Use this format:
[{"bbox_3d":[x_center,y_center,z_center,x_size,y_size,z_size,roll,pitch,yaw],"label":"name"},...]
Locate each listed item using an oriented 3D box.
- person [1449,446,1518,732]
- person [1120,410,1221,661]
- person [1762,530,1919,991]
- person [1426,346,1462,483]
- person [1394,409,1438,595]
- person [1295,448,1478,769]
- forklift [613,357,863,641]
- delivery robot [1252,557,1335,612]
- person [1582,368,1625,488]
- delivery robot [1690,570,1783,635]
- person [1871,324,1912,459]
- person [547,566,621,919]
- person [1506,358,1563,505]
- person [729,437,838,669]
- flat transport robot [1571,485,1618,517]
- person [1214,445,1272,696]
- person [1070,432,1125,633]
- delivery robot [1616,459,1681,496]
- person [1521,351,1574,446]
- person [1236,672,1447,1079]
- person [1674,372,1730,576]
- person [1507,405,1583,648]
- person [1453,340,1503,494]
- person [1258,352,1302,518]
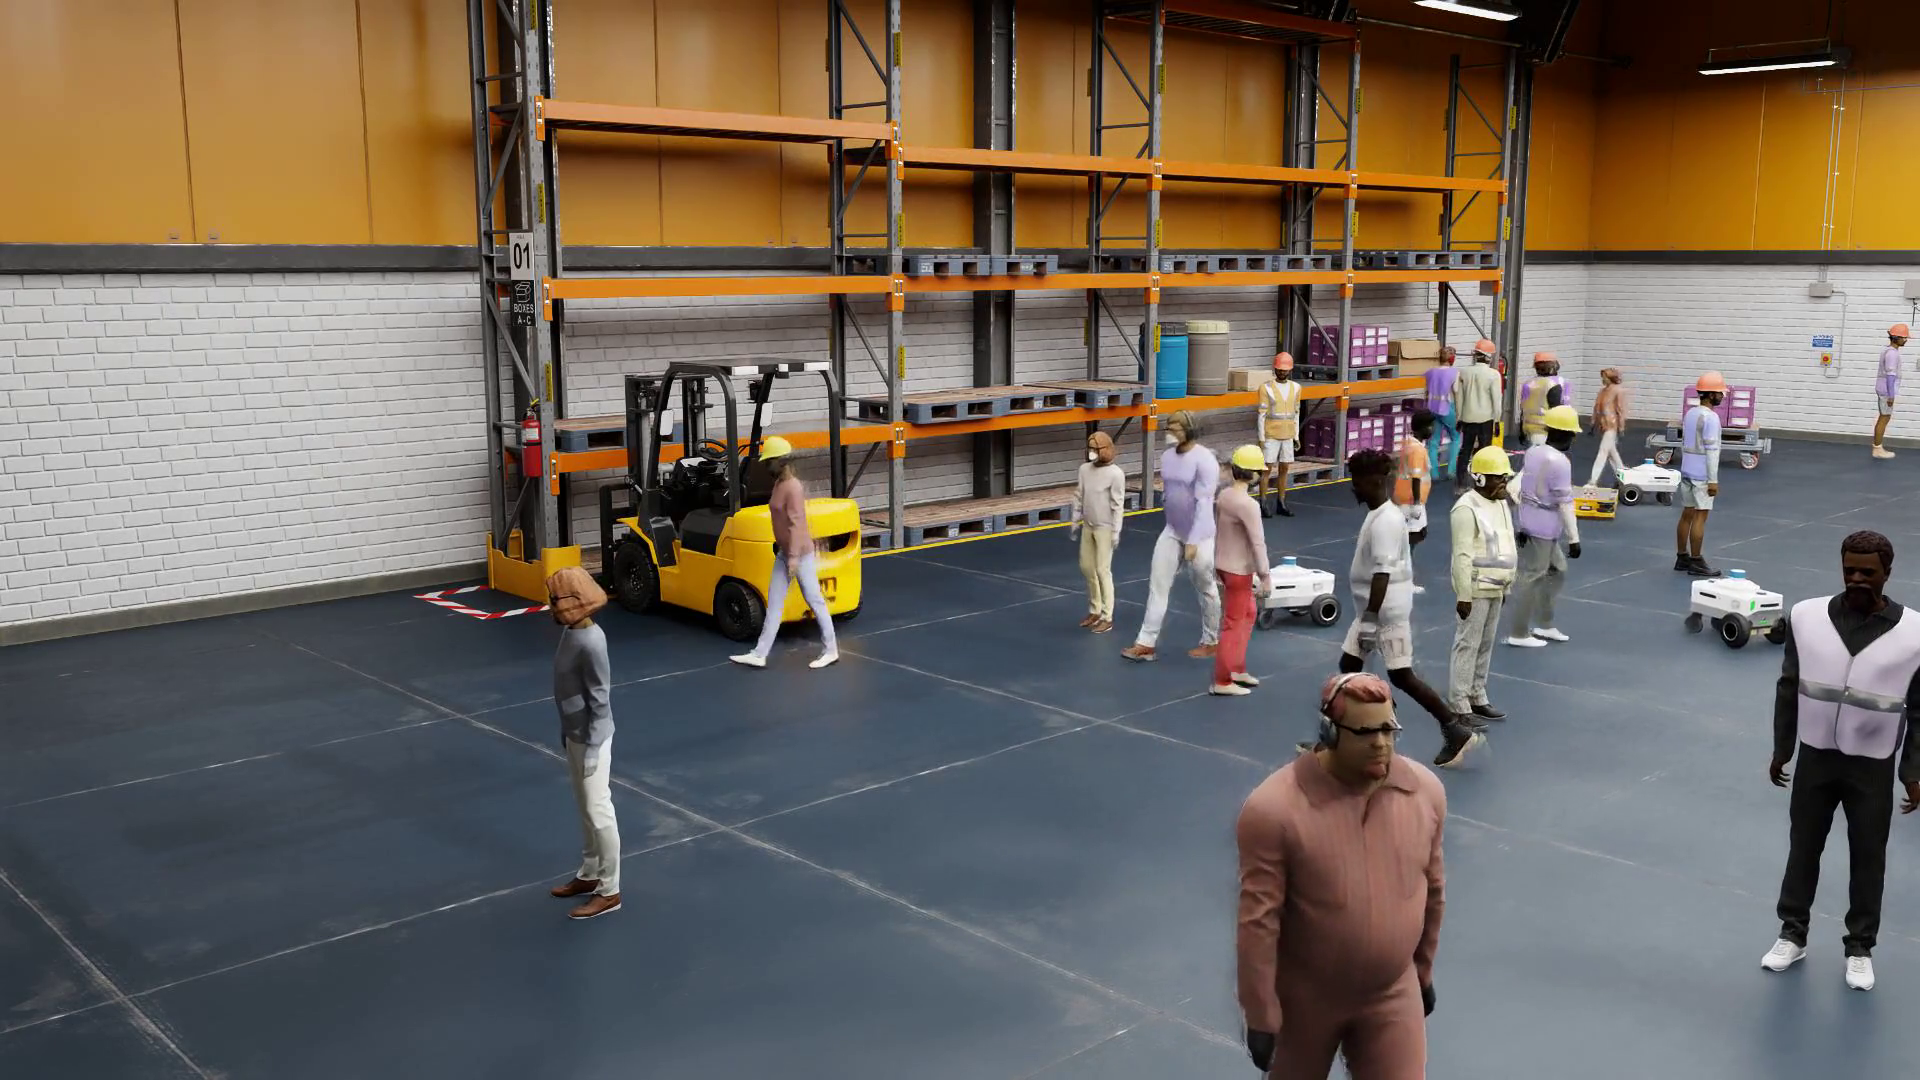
[{"bbox_3d":[3.374,0.302,10.720,0.404,1.830,0.603,8,13,40],"label":"person"},{"bbox_3d":[1.598,-0.007,12.348,0.953,1.897,0.642,-7,12,-36],"label":"person"},{"bbox_3d":[3.716,0.901,6.957,0.587,1.920,0.390,7,12,36],"label":"person"},{"bbox_3d":[6.539,-1.676,22.294,0.642,1.826,0.596,-8,12,-38],"label":"person"},{"bbox_3d":[4.033,-0.352,14.984,0.482,1.669,0.594,2,10,10],"label":"person"},{"bbox_3d":[2.584,0.405,9.903,0.998,1.922,0.621,1,10,8],"label":"person"},{"bbox_3d":[-1.847,-0.414,13.852,1.214,2.155,2.313,-9,13,-42],"label":"forklift"},{"bbox_3d":[2.713,0.381,13.718,0.707,0.478,0.477,-3,10,-17],"label":"delivery robot"},{"bbox_3d":[8.416,-1.439,21.607,0.831,1.597,0.523,-2,10,-9],"label":"person"},{"bbox_3d":[6.136,0.478,13.152,0.477,0.478,0.707,-3,10,-17],"label":"delivery robot"},{"bbox_3d":[13.985,-2.229,24.980,0.416,2.031,0.609,4,11,24],"label":"person"},{"bbox_3d":[-1.743,0.921,7.677,0.279,1.633,0.497,-5,11,-26],"label":"person"},{"bbox_3d":[7.030,-1.319,20.337,0.848,1.803,0.651,-2,10,-12],"label":"person"},{"bbox_3d":[-1.281,0.112,12.142,0.874,1.709,0.641,-4,11,-24],"label":"person"},{"bbox_3d":[7.470,-0.469,19.800,0.652,0.197,1.431,4,11,23],"label":"flat transport robot"},{"bbox_3d":[1.991,0.216,11.448,0.557,1.746,0.561,-2,10,-14],"label":"person"},{"bbox_3d":[1.128,-0.070,13.485,0.331,1.626,0.526,-7,12,-36],"label":"person"},{"bbox_3d":[8.420,-0.750,20.341,0.707,0.478,0.477,2,10,10],"label":"delivery robot"},{"bbox_3d":[7.181,-1.375,20.436,0.590,1.865,0.975,1,10,4],"label":"person"},{"bbox_3d":[1.127,1.308,4.714,0.676,1.863,0.961,-2,10,-10],"label":"person"},{"bbox_3d":[7.088,-0.631,15.872,0.373,1.939,0.545,0,10,-1],"label":"person"},{"bbox_3d":[4.577,-0.093,12.807,0.660,1.894,0.602,-1,10,-3],"label":"person"},{"bbox_3d":[6.569,-1.528,21.048,0.428,1.982,0.673,-8,12,-38],"label":"person"},{"bbox_3d":[3.726,-1.219,19.338,0.547,1.930,0.384,-3,10,-18],"label":"person"}]
